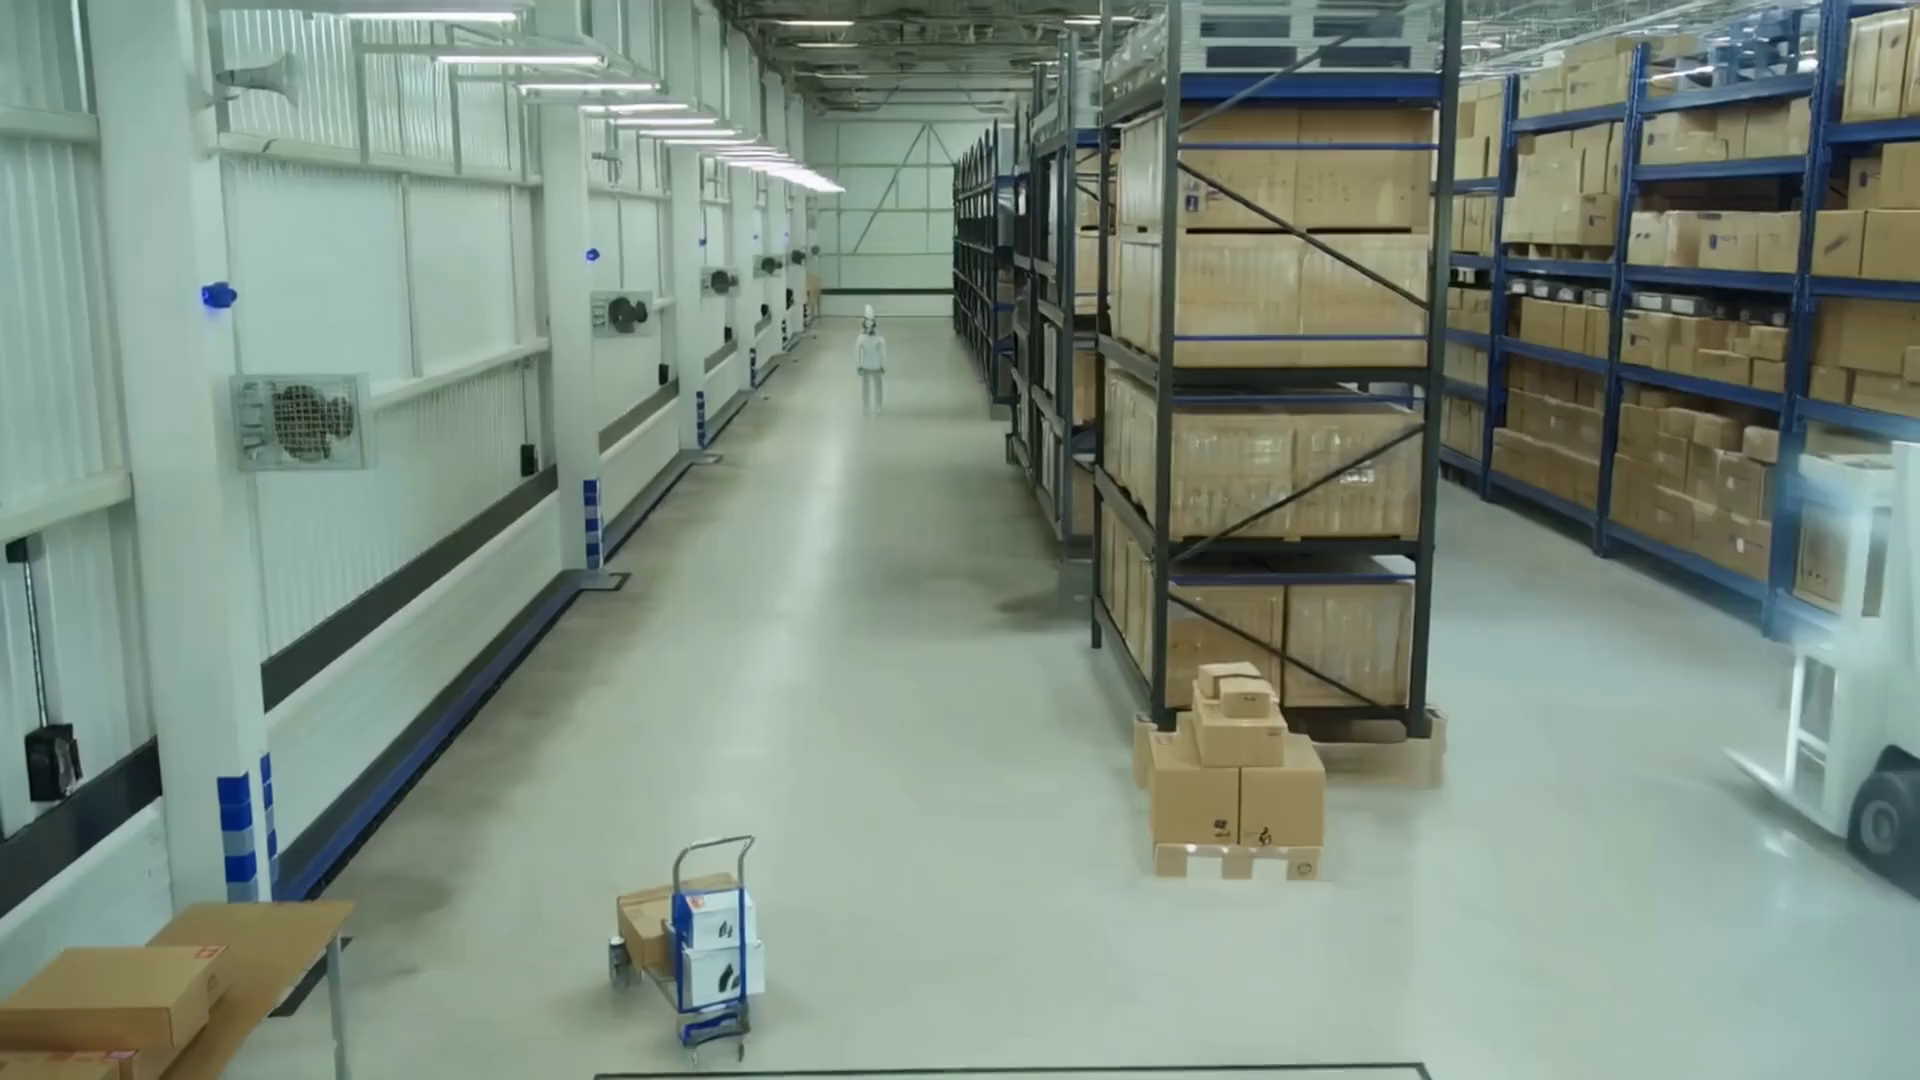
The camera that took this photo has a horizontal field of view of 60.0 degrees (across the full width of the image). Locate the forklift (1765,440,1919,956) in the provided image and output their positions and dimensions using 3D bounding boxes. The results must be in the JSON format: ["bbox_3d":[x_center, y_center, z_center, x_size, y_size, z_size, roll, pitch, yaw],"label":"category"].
[{"bbox_3d":[5.810,0.811,9.631,1.129,2.768,1.873,0,11,-2],"label":"forklift"}]

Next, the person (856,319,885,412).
[{"bbox_3d":[-1.909,-3.715,35.519,0.616,1.988,0.402,0,11,2],"label":"person"}]

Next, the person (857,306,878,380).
[{"bbox_3d":[-2.365,-5.055,42.695,0.589,1.910,0.394,-6,12,-27],"label":"person"}]
